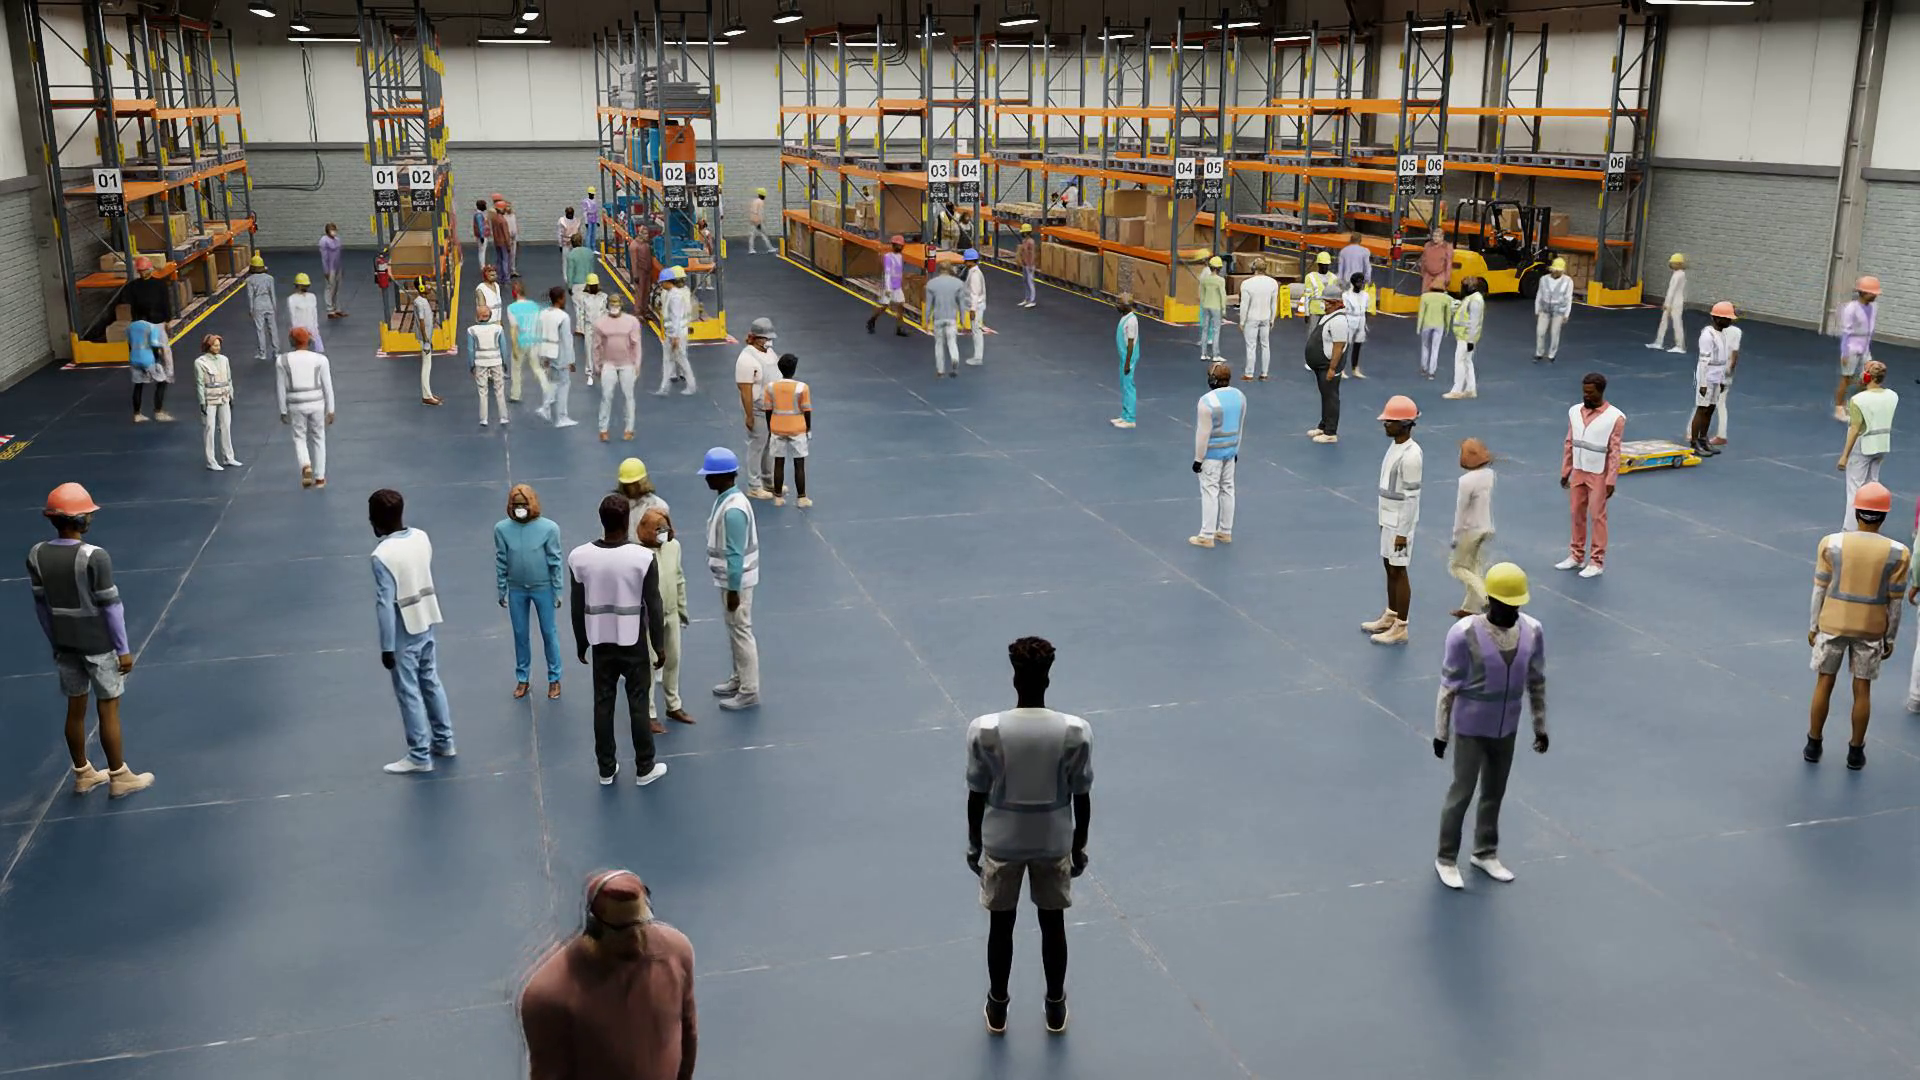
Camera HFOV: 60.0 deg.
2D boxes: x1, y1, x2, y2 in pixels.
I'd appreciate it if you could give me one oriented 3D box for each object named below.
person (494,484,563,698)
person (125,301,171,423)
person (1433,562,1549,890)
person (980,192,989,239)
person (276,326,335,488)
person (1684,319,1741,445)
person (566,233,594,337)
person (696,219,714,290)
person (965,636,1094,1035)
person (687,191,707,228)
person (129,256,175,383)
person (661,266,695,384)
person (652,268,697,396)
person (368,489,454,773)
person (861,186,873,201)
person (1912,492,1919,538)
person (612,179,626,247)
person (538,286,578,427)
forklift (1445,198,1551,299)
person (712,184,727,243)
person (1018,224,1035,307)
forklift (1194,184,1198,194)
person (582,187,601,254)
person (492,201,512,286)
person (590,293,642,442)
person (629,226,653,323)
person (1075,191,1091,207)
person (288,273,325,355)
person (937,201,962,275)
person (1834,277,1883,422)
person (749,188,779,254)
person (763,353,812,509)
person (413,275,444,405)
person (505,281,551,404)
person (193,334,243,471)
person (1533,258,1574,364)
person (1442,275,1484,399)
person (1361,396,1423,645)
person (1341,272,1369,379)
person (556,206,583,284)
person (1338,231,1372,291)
[{"bbox_3d":[-3.178,0.377,12.314,0.500,1.628,0.279,1,15,2],"label":"person"},{"bbox_3d":[-11.168,-2.438,22.809,0.552,1.676,0.377,4,15,16],"label":"person"},{"bbox_3d":[2.984,1.034,9.293,0.651,1.913,0.414,-5,16,-17],"label":"person"},{"bbox_3d":[0.691,-9.608,49.871,0.285,1.633,0.501,8,17,27],"label":"person"},{"bbox_3d":[-7.408,-1.494,18.880,0.600,1.871,0.488,-6,16,-20],"label":"person"},{"bbox_3d":[9.696,-2.133,21.367,0.392,1.836,0.543,-14,20,-43],"label":"person"},{"bbox_3d":[-7.090,-4.770,31.101,0.364,1.933,0.630,11,18,35],"label":"person"},{"bbox_3d":[-5.976,-6.628,38.649,0.514,1.641,0.307,5,16,18],"label":"person"},{"bbox_3d":[0.324,1.401,7.837,0.600,1.958,0.377,-1,15,-4],"label":"person"},{"bbox_3d":[-7.398,-8.984,46.844,0.610,1.989,0.392,-10,18,-34],"label":"person"},{"bbox_3d":[-12.605,-3.423,25.930,0.614,1.986,0.411,-1,15,-2],"label":"person"},{"bbox_3d":[-4.388,-3.365,25.996,0.403,1.835,0.586,10,18,33],"label":"person"},{"bbox_3d":[-4.282,-3.089,24.835,0.587,1.938,0.646,-7,17,-26],"label":"person"},{"bbox_3d":[-3.642,0.592,10.989,0.397,1.905,0.597,3,15,12],"label":"person"},{"bbox_3d":[-2.736,-9.544,49.209,0.530,1.858,0.343,12,19,37],"label":"person"},{"bbox_3d":[9.932,-0.972,16.682,0.622,1.992,0.397,-11,18,-35],"label":"person"},{"bbox_3d":[-10.254,-9.844,50.067,0.619,1.994,0.381,13,20,41],"label":"person"},{"bbox_3d":[-5.439,-2.477,22.536,0.440,1.904,0.595,-14,20,-41],"label":"person"},{"bbox_3d":[11.913,-6.508,37.130,2.313,2.155,1.214,-4,15,-15],"label":"forklift"},{"bbox_3d":[-7.426,-10.056,51.175,0.403,1.834,0.589,-9,18,-32],"label":"person"},{"bbox_3d":[1.430,-5.867,35.542,0.326,1.766,0.533,-5,16,-19],"label":"person"},{"bbox_3d":[7.392,-11.333,53.972,1.873,2.768,1.129,-4,15,-15],"label":"forklift"},{"bbox_3d":[-10.477,-9.085,47.352,0.383,1.921,0.585,7,17,26],"label":"person"},{"bbox_3d":[-10.838,-7.018,39.429,0.376,1.996,0.612,-14,21,-43],"label":"person"},{"bbox_3d":[-4.455,-2.243,21.606,0.634,1.924,0.471,-4,15,-13],"label":"person"},{"bbox_3d":[-6.309,-5.288,33.128,0.401,1.894,0.654,5,16,18],"label":"person"},{"bbox_3d":[3.364,-8.613,45.601,0.491,1.927,0.618,-10,18,-33],"label":"person"},{"bbox_3d":[-10.096,-3.239,25.678,0.400,1.755,0.524,10,18,32],"label":"person"},{"bbox_3d":[-0.257,-7.618,41.985,0.633,1.841,0.429,-1,15,-5],"label":"person"},{"bbox_3d":[12.273,-2.590,22.717,0.634,2.018,0.524,-7,16,-24],"label":"person"},{"bbox_3d":[-5.667,-9.120,47.567,0.926,1.864,0.622,-10,18,-32],"label":"person"},{"bbox_3d":[-1.852,-1.177,18.026,0.540,1.695,0.317,3,15,12],"label":"person"},{"bbox_3d":[-7.756,-2.912,24.214,0.328,1.876,0.515,-4,15,-15],"label":"person"},{"bbox_3d":[-6.253,-2.835,24.055,0.918,1.815,0.581,10,18,34],"label":"person"},{"bbox_3d":[-8.922,-1.652,19.941,0.313,1.634,0.514,6,16,22],"label":"person"},{"bbox_3d":[9.895,-3.815,27.756,0.605,1.798,0.575,9,17,31],"label":"person"},{"bbox_3d":[7.475,-2.996,24.616,0.515,1.833,0.647,2,15,9],"label":"person"},{"bbox_3d":[3.530,-0.162,13.539,0.373,2.042,0.614,0,15,1],"label":"person"},{"bbox_3d":[6.245,-3.399,26.386,0.540,1.695,0.317,-7,16,-24],"label":"person"},{"bbox_3d":[-9.369,-7.094,40.021,0.655,1.842,0.428,-10,18,-34],"label":"person"},{"bbox_3d":[7.559,-5.002,32.096,1.040,1.884,0.613,-14,20,-42],"label":"person"}]
